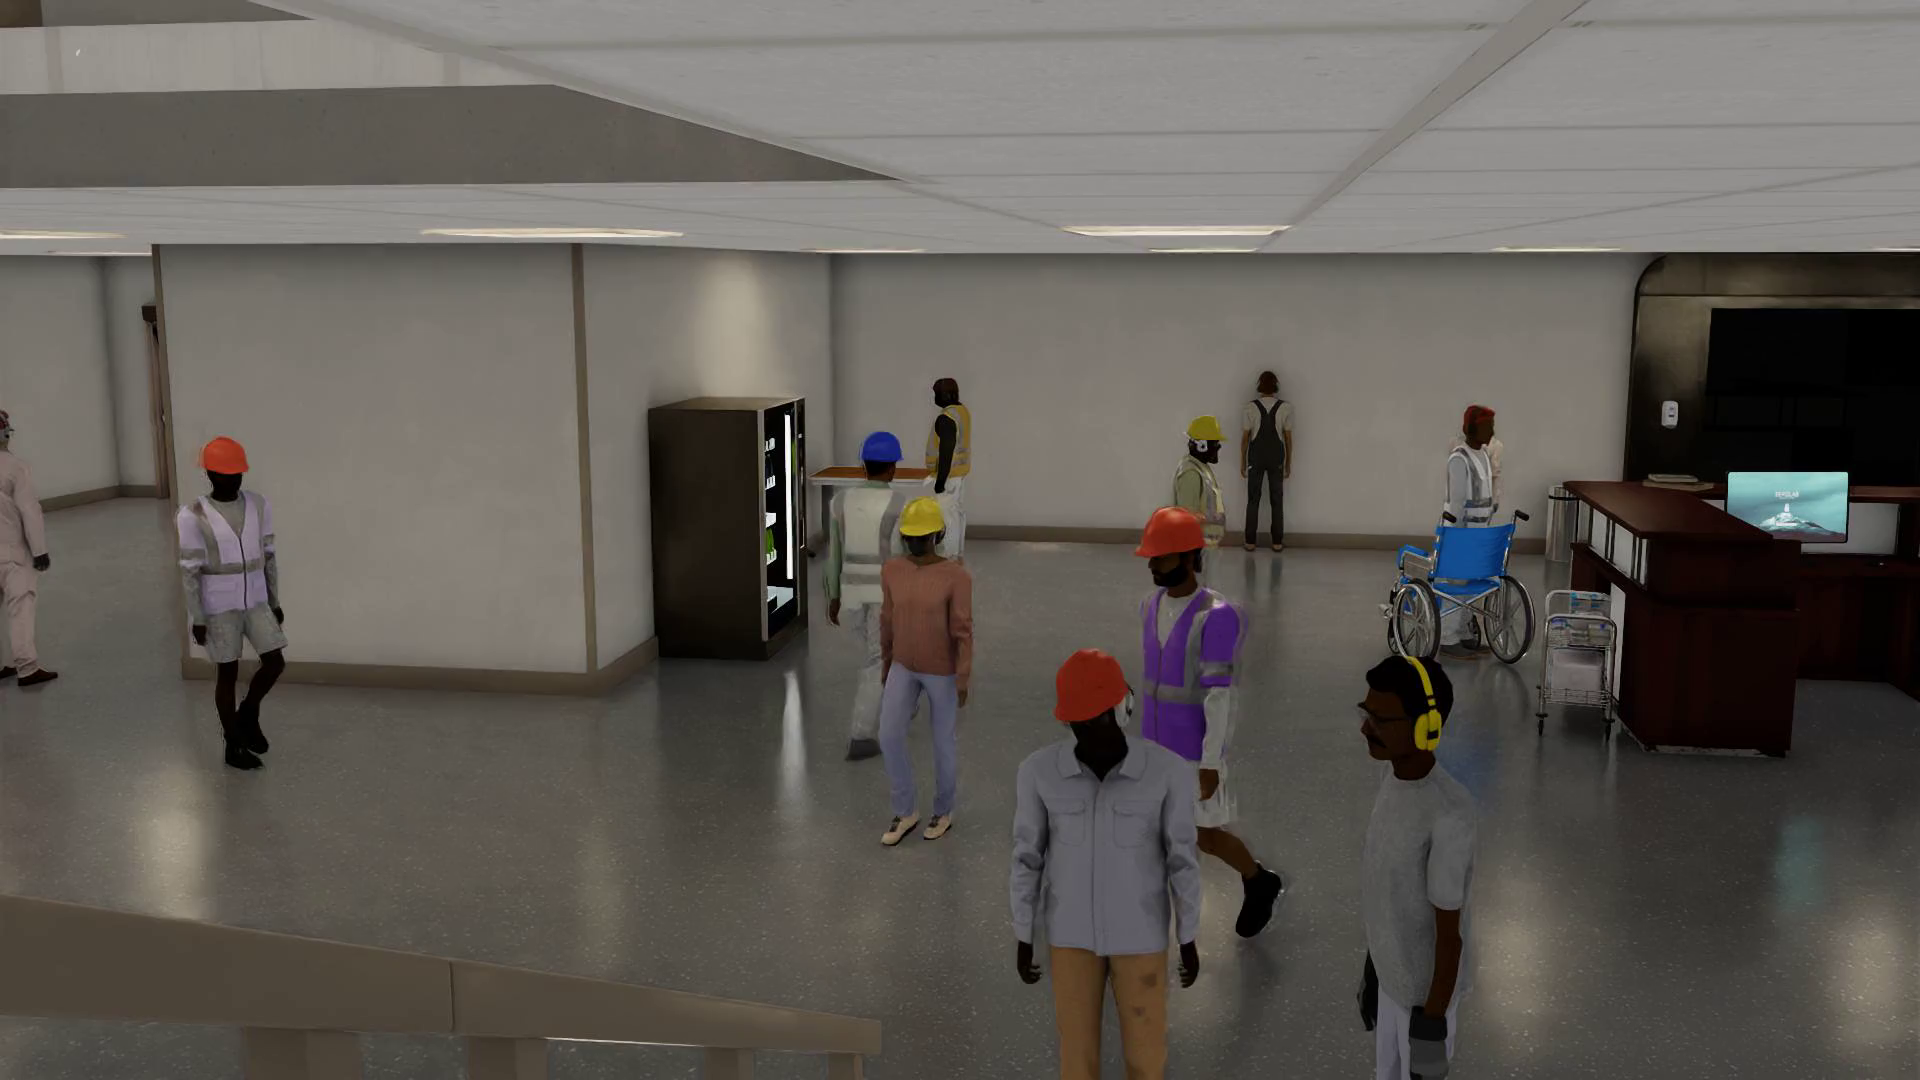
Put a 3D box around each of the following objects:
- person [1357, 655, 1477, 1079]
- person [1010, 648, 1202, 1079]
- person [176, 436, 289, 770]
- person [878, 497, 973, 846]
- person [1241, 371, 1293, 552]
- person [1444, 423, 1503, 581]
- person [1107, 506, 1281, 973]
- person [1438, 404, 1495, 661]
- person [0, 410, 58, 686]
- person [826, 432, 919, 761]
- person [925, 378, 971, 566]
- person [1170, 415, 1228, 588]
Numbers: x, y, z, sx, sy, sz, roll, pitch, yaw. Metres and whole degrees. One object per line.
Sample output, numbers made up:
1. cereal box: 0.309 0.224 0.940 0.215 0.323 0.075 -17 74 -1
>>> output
1. person: 1.198 1.210 4.444 0.331 1.862 0.509 -1 9 -4
2. person: 0.441 1.168 5.074 0.586 1.728 0.517 2 9 13
3. person: -4.111 0.363 9.464 0.408 1.920 0.585 7 12 38
4. person: -0.191 0.654 8.191 0.545 1.742 0.609 4 10 26
5. person: 3.102 -0.791 16.846 0.506 1.838 0.338 1 9 7
6. person: 4.636 -0.389 15.036 0.505 1.628 0.286 6 11 33
7. person: 0.963 0.800 6.836 0.860 1.911 0.557 -7 11 -36
8. person: 3.726 -0.057 12.213 0.349 1.879 0.580 7 11 35
9. person: -6.584 0.054 11.454 0.654 1.901 0.406 2 9 14
10. person: -0.443 0.305 9.907 0.629 1.896 0.926 5 11 31
11. person: -0.119 -0.626 15.839 0.429 1.840 0.624 2 9 14
12. person: 1.704 0.018 11.923 0.403 1.824 0.601 3 10 15
